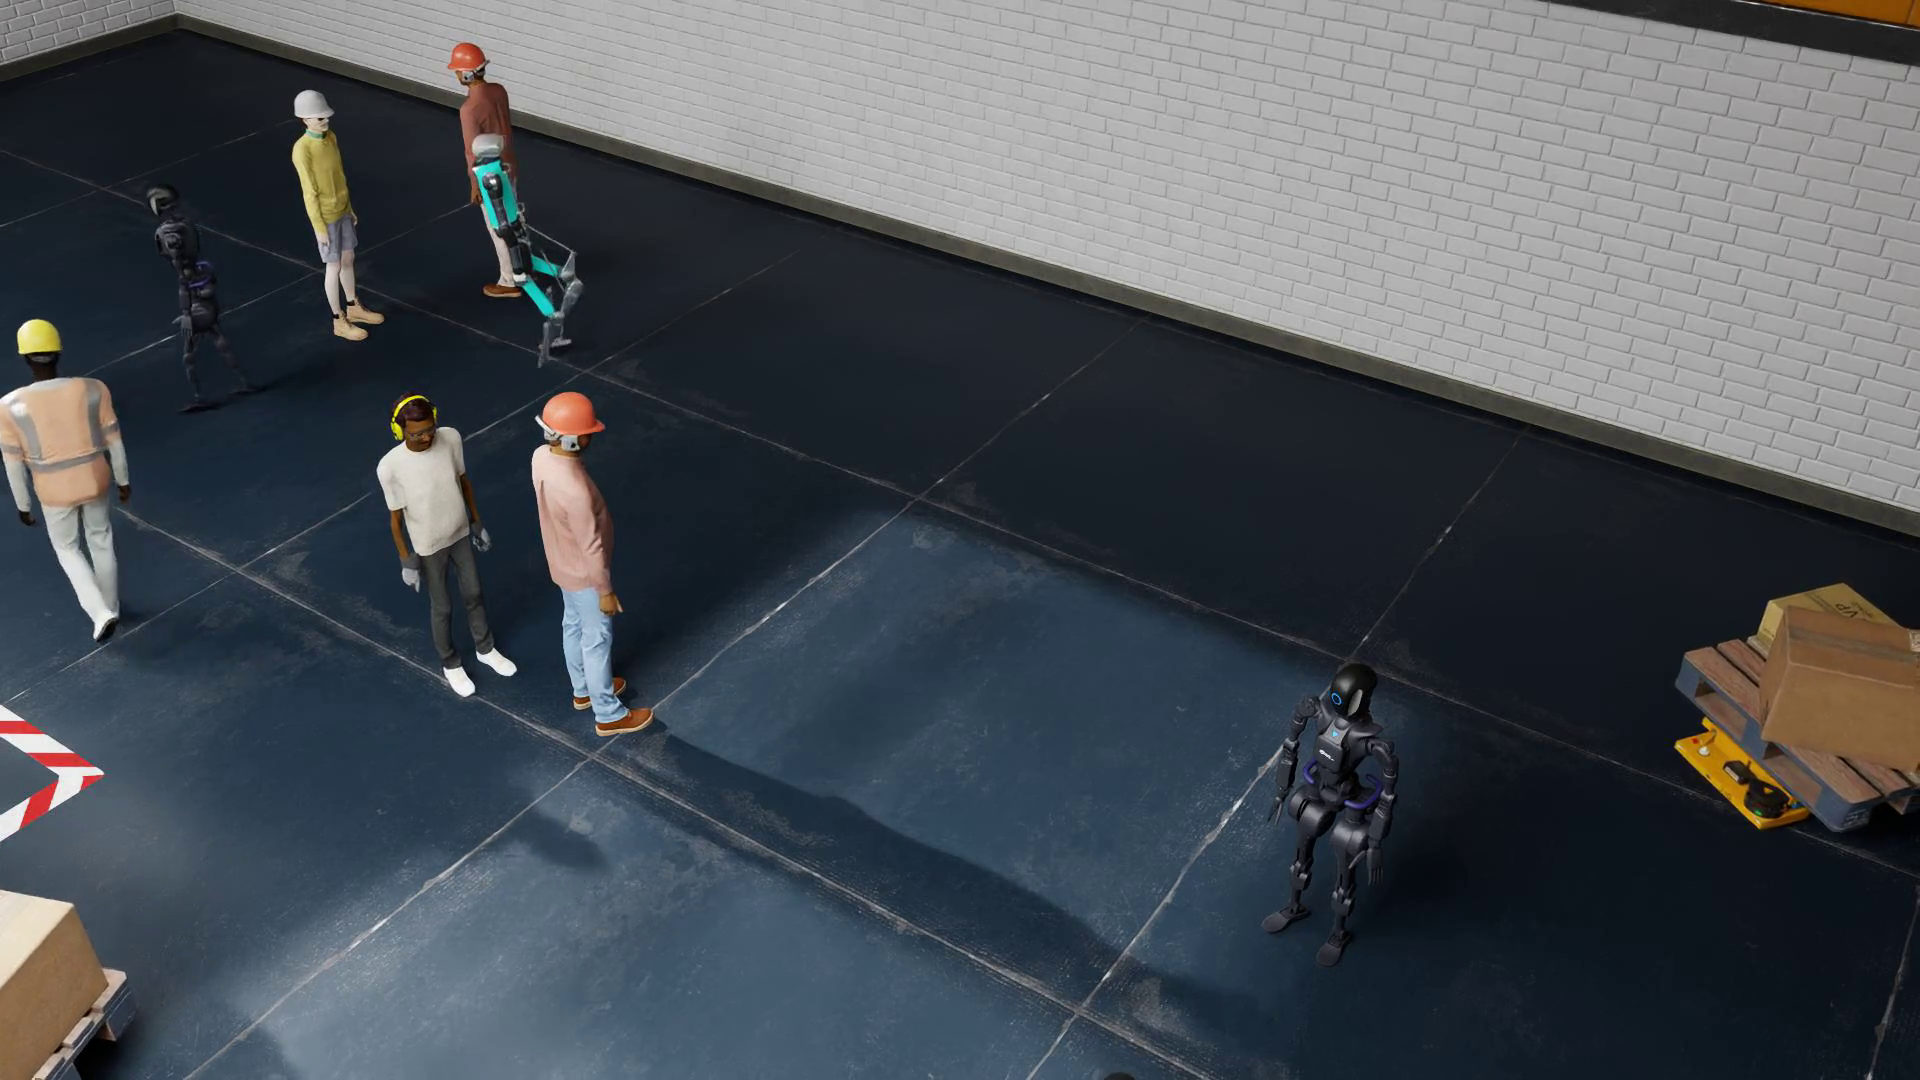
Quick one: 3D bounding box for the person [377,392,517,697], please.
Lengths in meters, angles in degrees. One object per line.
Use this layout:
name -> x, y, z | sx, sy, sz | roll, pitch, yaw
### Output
person -> -2.743, 0.019, 8.856 | 0.345, 1.856, 0.525 | 26, 43, 32

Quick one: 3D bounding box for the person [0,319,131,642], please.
person -> -4.924, -0.299, 9.277 | 0.626, 1.890, 0.583 | -25, 42, -32

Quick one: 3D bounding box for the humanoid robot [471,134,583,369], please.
humanoid robot -> -2.998, -2.041, 11.952 | 0.752, 1.844, 0.539 | -10, 36, -14

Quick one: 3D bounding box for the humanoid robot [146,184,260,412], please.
humanoid robot -> -5.322, -1.669, 11.429 | 0.645, 1.636, 0.587 | -11, 37, -16

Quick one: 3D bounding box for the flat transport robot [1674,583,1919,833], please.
flat transport robot -> 4.563, 1.085, 8.713 | 1.431, 0.231, 0.659 | -11, 37, -16

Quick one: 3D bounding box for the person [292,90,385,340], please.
person -> -4.639, -2.405, 12.289 | 0.396, 1.888, 0.486 | 7, 36, 10

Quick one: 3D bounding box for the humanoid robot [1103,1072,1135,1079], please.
humanoid robot -> 0.579, 2.357, 5.696 | 0.618, 1.627, 0.746 | -12, 37, -16

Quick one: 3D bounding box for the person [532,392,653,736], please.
person -> -1.925, 0.133, 8.579 | 0.390, 1.985, 0.609 | -20, 40, -26

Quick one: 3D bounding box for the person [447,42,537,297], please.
person -> -3.627, -2.854, 12.851 | 0.406, 1.986, 0.614 | 7, 36, 10

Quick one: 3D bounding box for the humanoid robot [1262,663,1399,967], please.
humanoid robot -> 1.645, 1.200, 7.308 | 0.315, 1.657, 0.599 | -30, 45, -35

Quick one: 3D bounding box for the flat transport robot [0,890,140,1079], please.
flat transport robot -> -4.224, 2.306, 6.968 | 0.659, 0.231, 1.431 | 7, 36, 11
